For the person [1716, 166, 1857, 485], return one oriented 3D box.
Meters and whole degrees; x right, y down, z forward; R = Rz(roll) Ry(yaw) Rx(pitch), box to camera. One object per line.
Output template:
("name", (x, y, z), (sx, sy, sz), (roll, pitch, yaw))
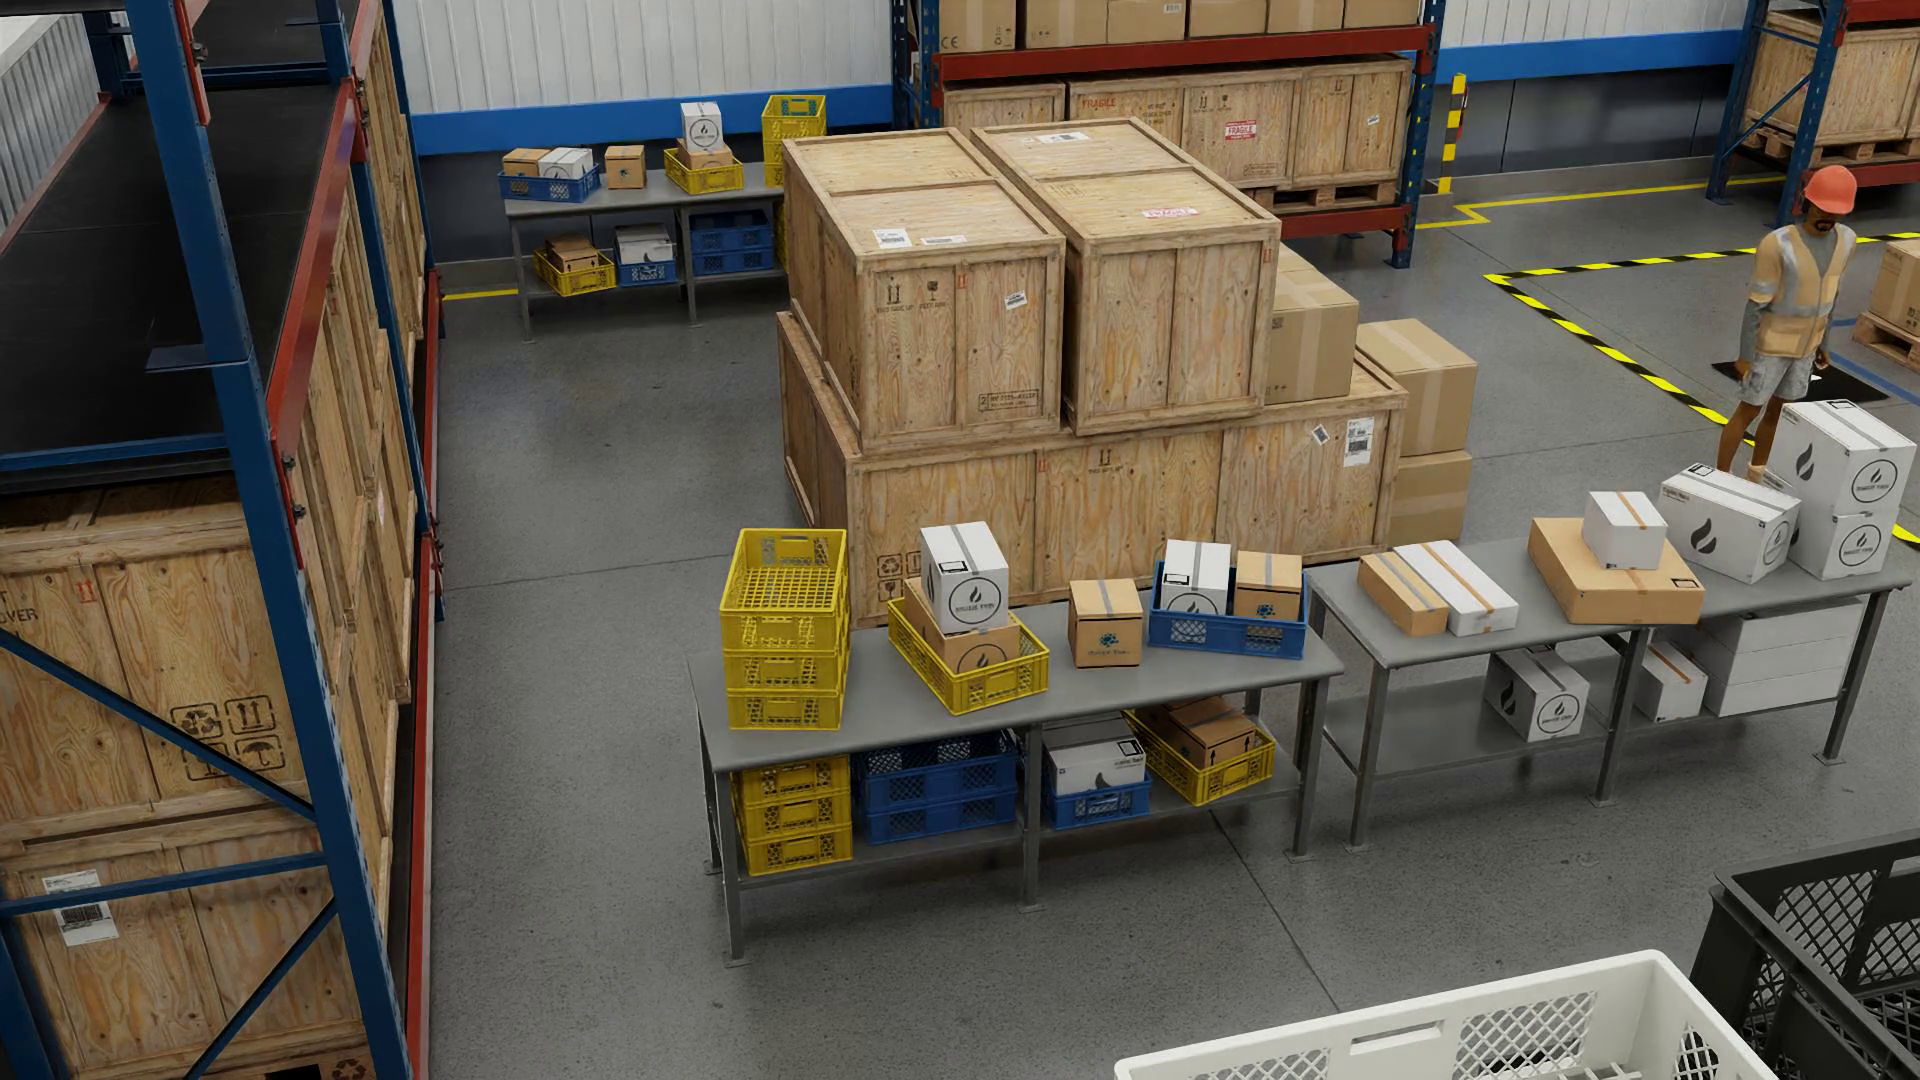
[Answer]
("person", (4.617, -1.086, 9.255), (0.613, 2.037, 0.386), (-9, 30, -15))
